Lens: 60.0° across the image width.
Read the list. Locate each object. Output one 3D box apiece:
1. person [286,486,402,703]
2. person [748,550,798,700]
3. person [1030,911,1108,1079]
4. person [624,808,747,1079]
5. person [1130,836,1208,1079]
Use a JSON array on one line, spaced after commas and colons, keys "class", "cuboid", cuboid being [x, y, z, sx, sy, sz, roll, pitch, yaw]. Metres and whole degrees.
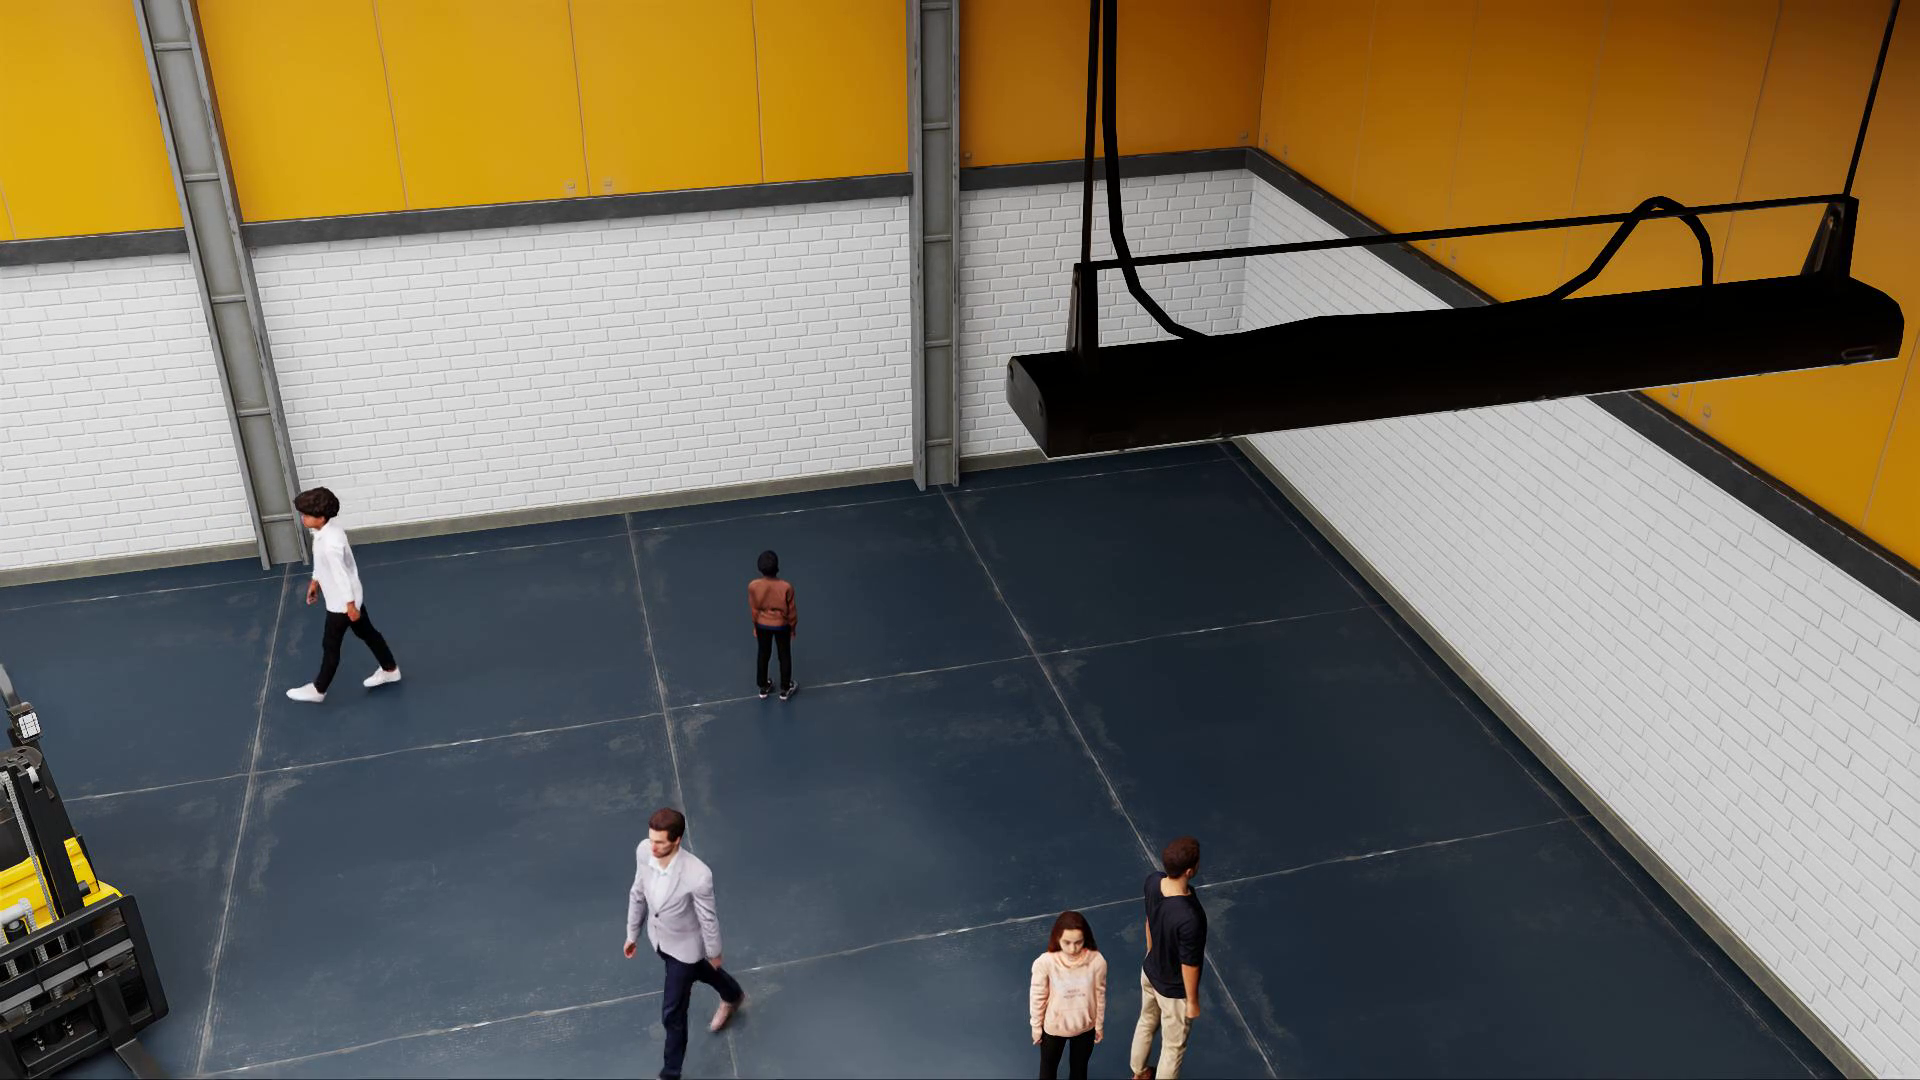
[{"class": "person", "cuboid": [-4.620, 0.395, 12.666, 1.099, 1.765, 0.735, -11, 31, -20]}, {"class": "person", "cuboid": [-1.438, 0.646, 12.742, 0.518, 1.252, 0.637, 4, 29, 7]}, {"class": "person", "cuboid": [0.580, 2.592, 8.933, 0.479, 1.484, 0.644, -4, 29, -8]}, {"class": "person", "cuboid": [-1.511, 2.191, 9.322, 1.103, 1.815, 1.283, 22, 36, 35]}, {"class": "person", "cuboid": [1.125, 2.366, 8.963, 0.574, 1.853, 0.657, -12, 31, -21]}]
